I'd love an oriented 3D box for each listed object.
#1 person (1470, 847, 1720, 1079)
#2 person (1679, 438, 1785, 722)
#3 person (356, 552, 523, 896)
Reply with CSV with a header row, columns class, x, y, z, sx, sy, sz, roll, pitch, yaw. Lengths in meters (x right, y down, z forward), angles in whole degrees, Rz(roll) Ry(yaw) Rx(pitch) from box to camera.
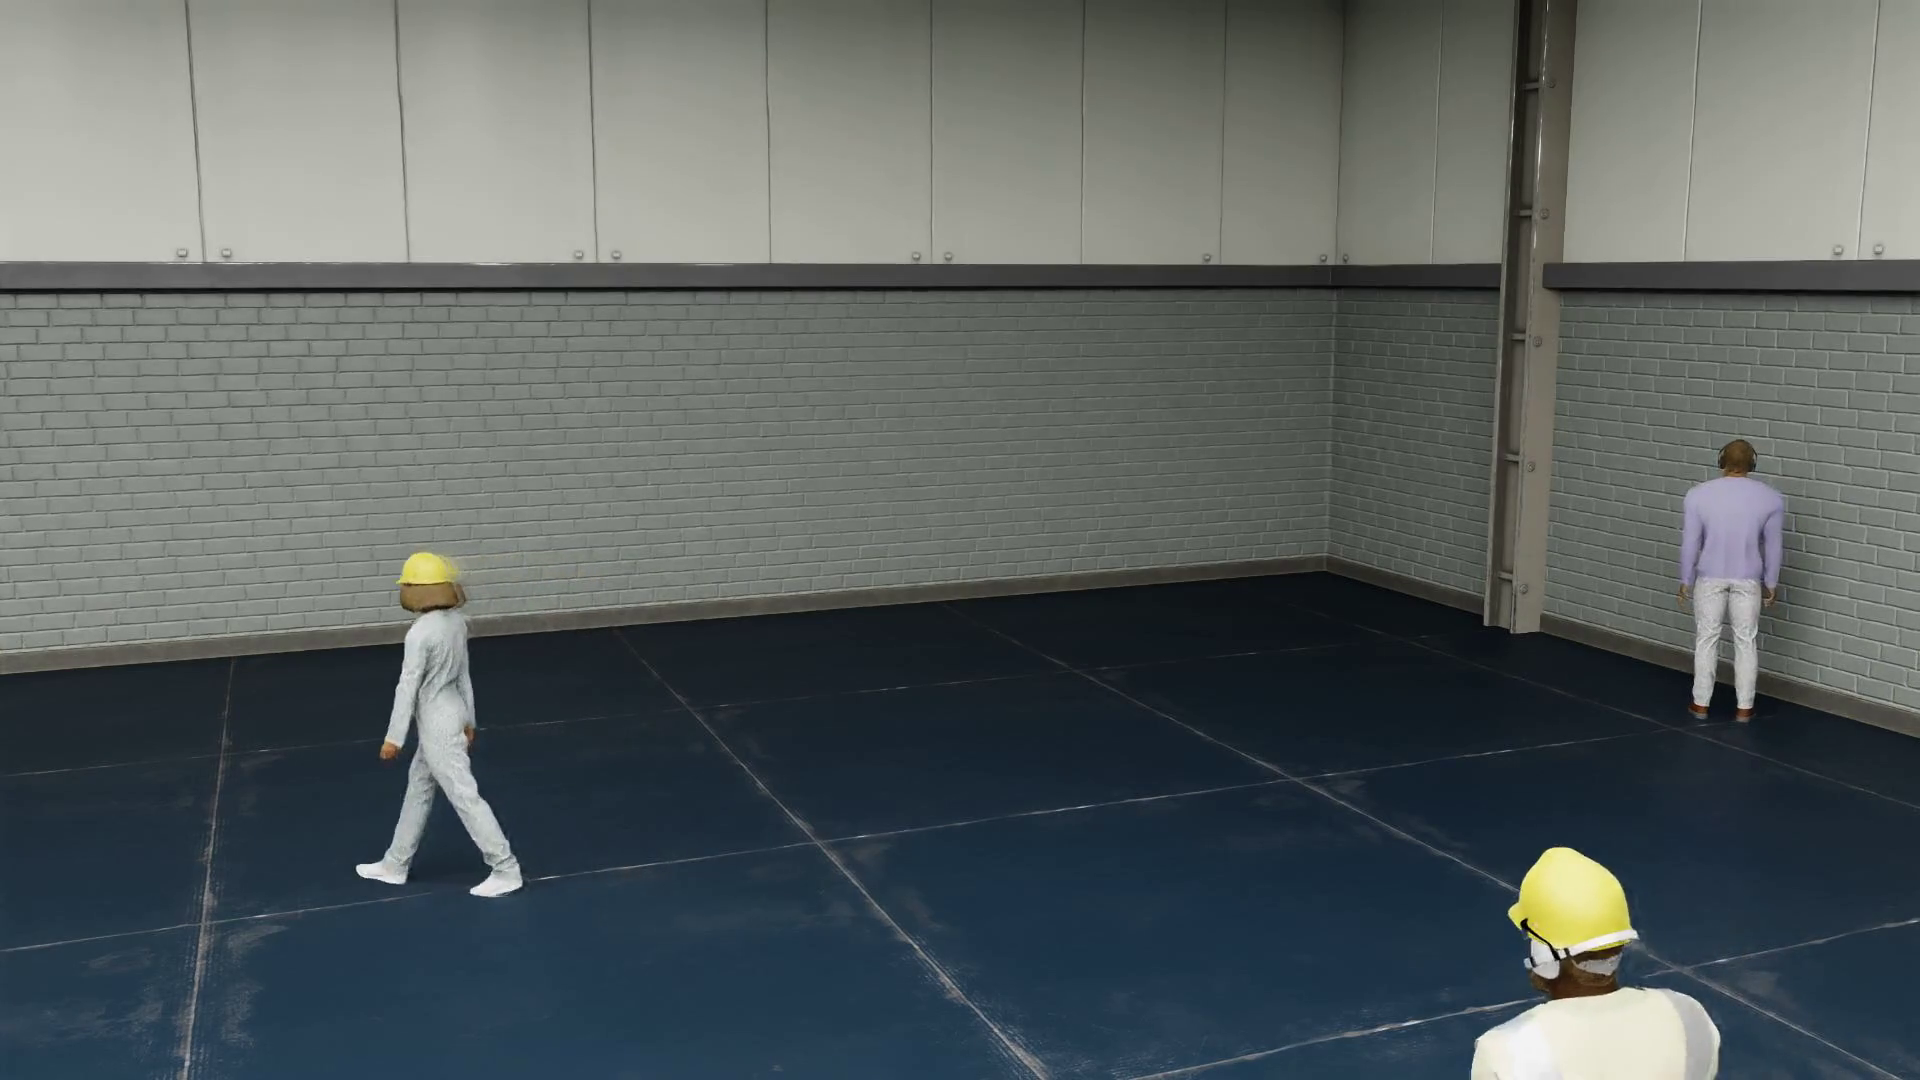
class,x,y,z,sx,sy,sz,roll,pitch,yaw
person,1.374,1.570,3.605,0.598,1.806,0.769,-2,9,-11
person,5.239,0.272,11.329,0.635,1.937,0.352,3,10,21
person,-2.559,0.902,8.115,0.894,1.696,0.499,1,9,4
